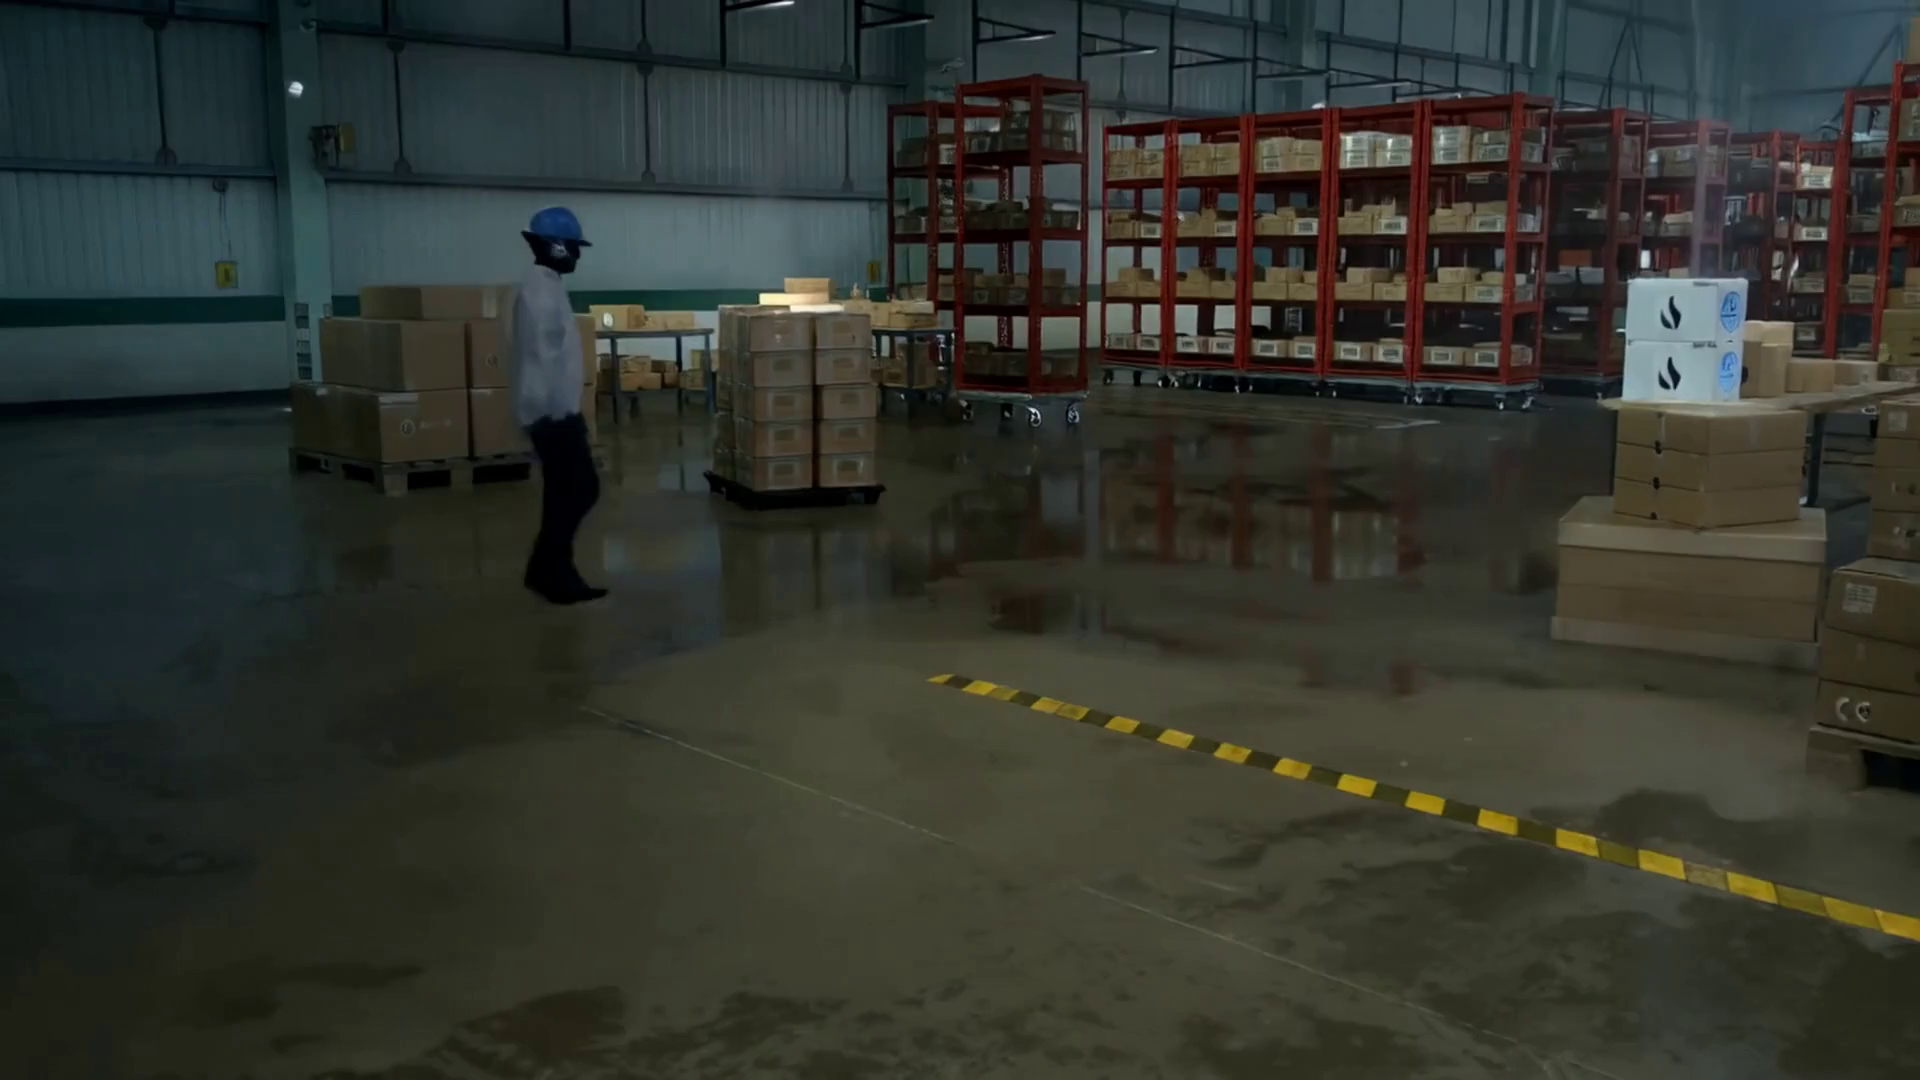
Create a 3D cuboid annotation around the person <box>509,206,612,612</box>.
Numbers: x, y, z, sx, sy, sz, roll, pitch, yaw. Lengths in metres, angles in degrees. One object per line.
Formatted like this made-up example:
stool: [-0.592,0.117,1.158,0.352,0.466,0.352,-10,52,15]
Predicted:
person: [-1.968,-0.637,8.154,0.448,1.976,0.635,-5,10,-25]
